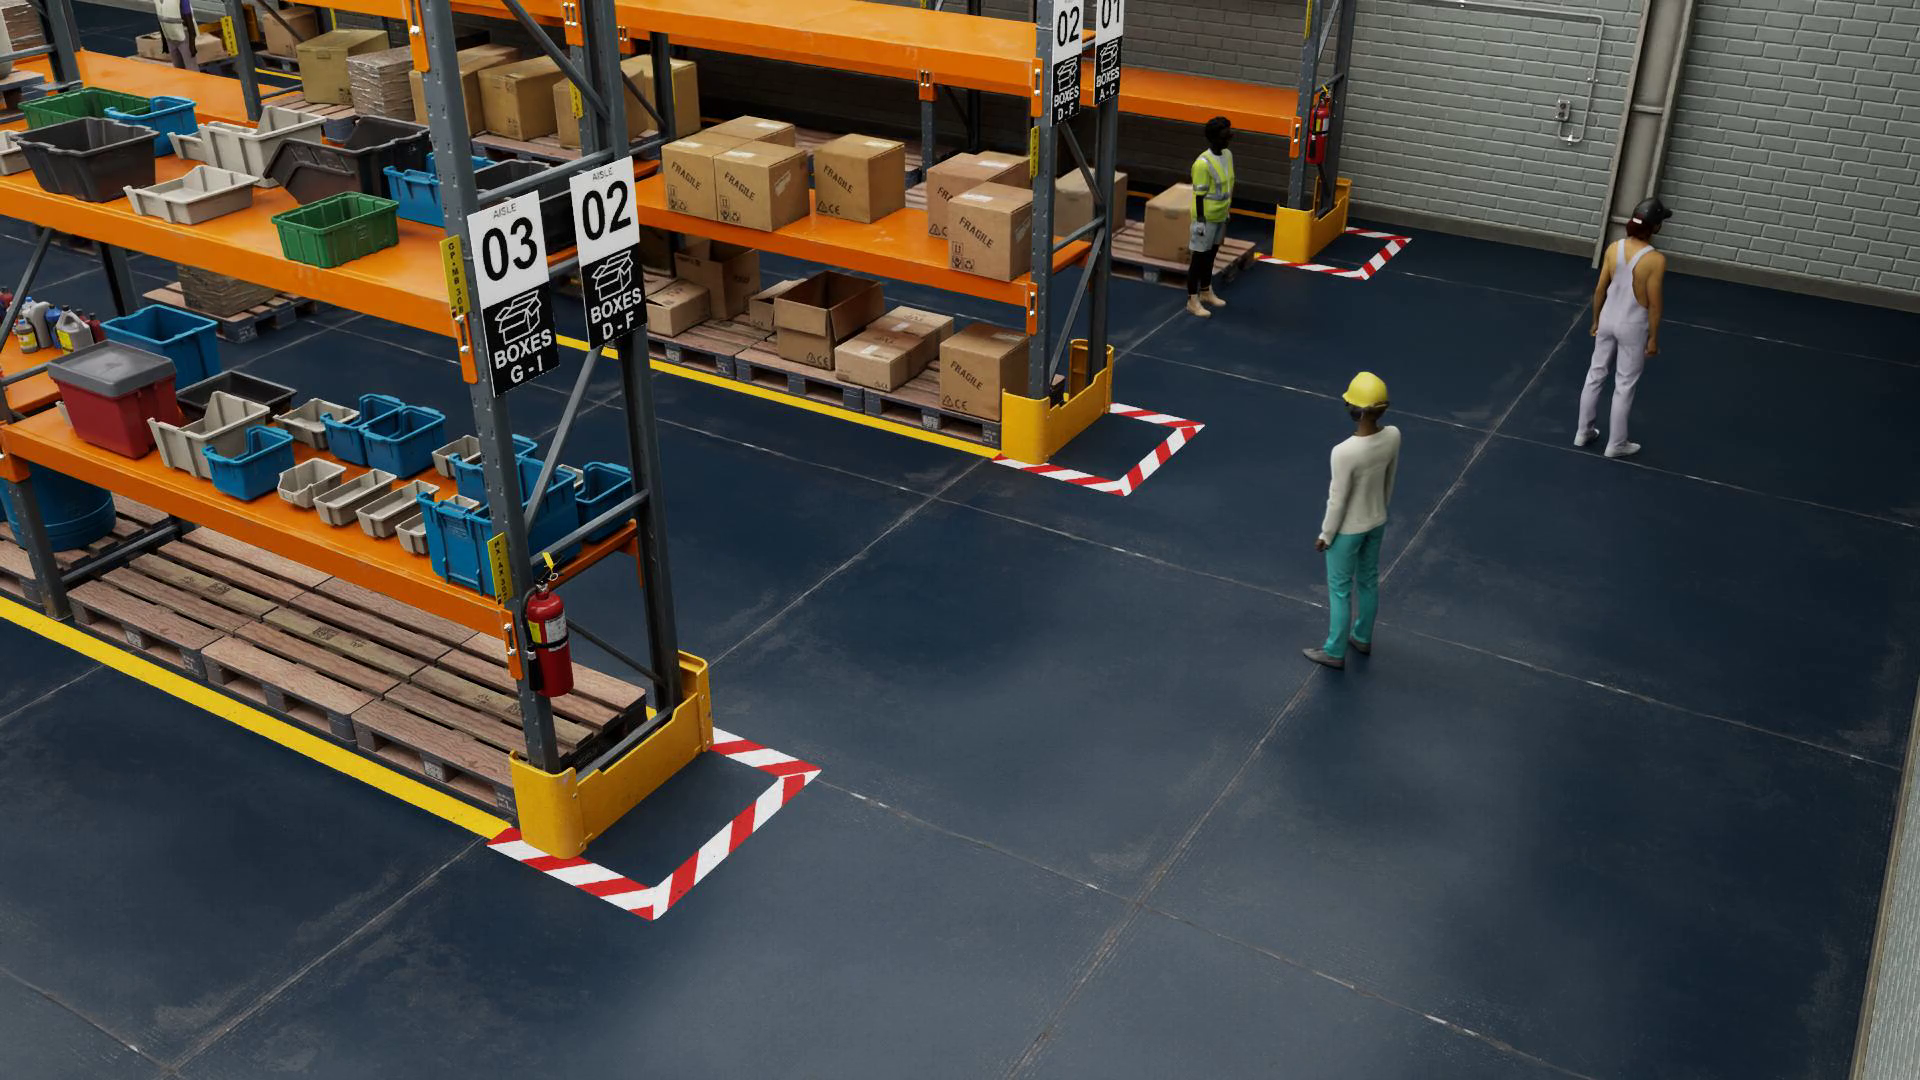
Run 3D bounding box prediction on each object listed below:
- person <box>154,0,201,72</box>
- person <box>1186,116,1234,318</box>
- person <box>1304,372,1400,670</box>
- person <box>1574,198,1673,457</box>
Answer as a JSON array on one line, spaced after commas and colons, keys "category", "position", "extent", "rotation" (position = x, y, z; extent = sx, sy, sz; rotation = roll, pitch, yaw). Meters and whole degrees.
[{"category": "person", "position": [-9.170, -5.863, 19.553], "extent": [0.572, 1.830, 0.413], "rotation": [15, 33, 25]}, {"category": "person", "position": [2.128, -2.742, 14.086], "extent": [0.318, 1.696, 0.534], "rotation": [19, 34, 30]}, {"category": "person", "position": [2.186, -0.103, 9.281], "extent": [0.531, 1.766, 0.326], "rotation": [-20, 35, -32]}, {"category": "person", "position": [4.687, -1.493, 11.676], "extent": [0.373, 1.863, 0.507], "rotation": [-20, 35, -32]}]
